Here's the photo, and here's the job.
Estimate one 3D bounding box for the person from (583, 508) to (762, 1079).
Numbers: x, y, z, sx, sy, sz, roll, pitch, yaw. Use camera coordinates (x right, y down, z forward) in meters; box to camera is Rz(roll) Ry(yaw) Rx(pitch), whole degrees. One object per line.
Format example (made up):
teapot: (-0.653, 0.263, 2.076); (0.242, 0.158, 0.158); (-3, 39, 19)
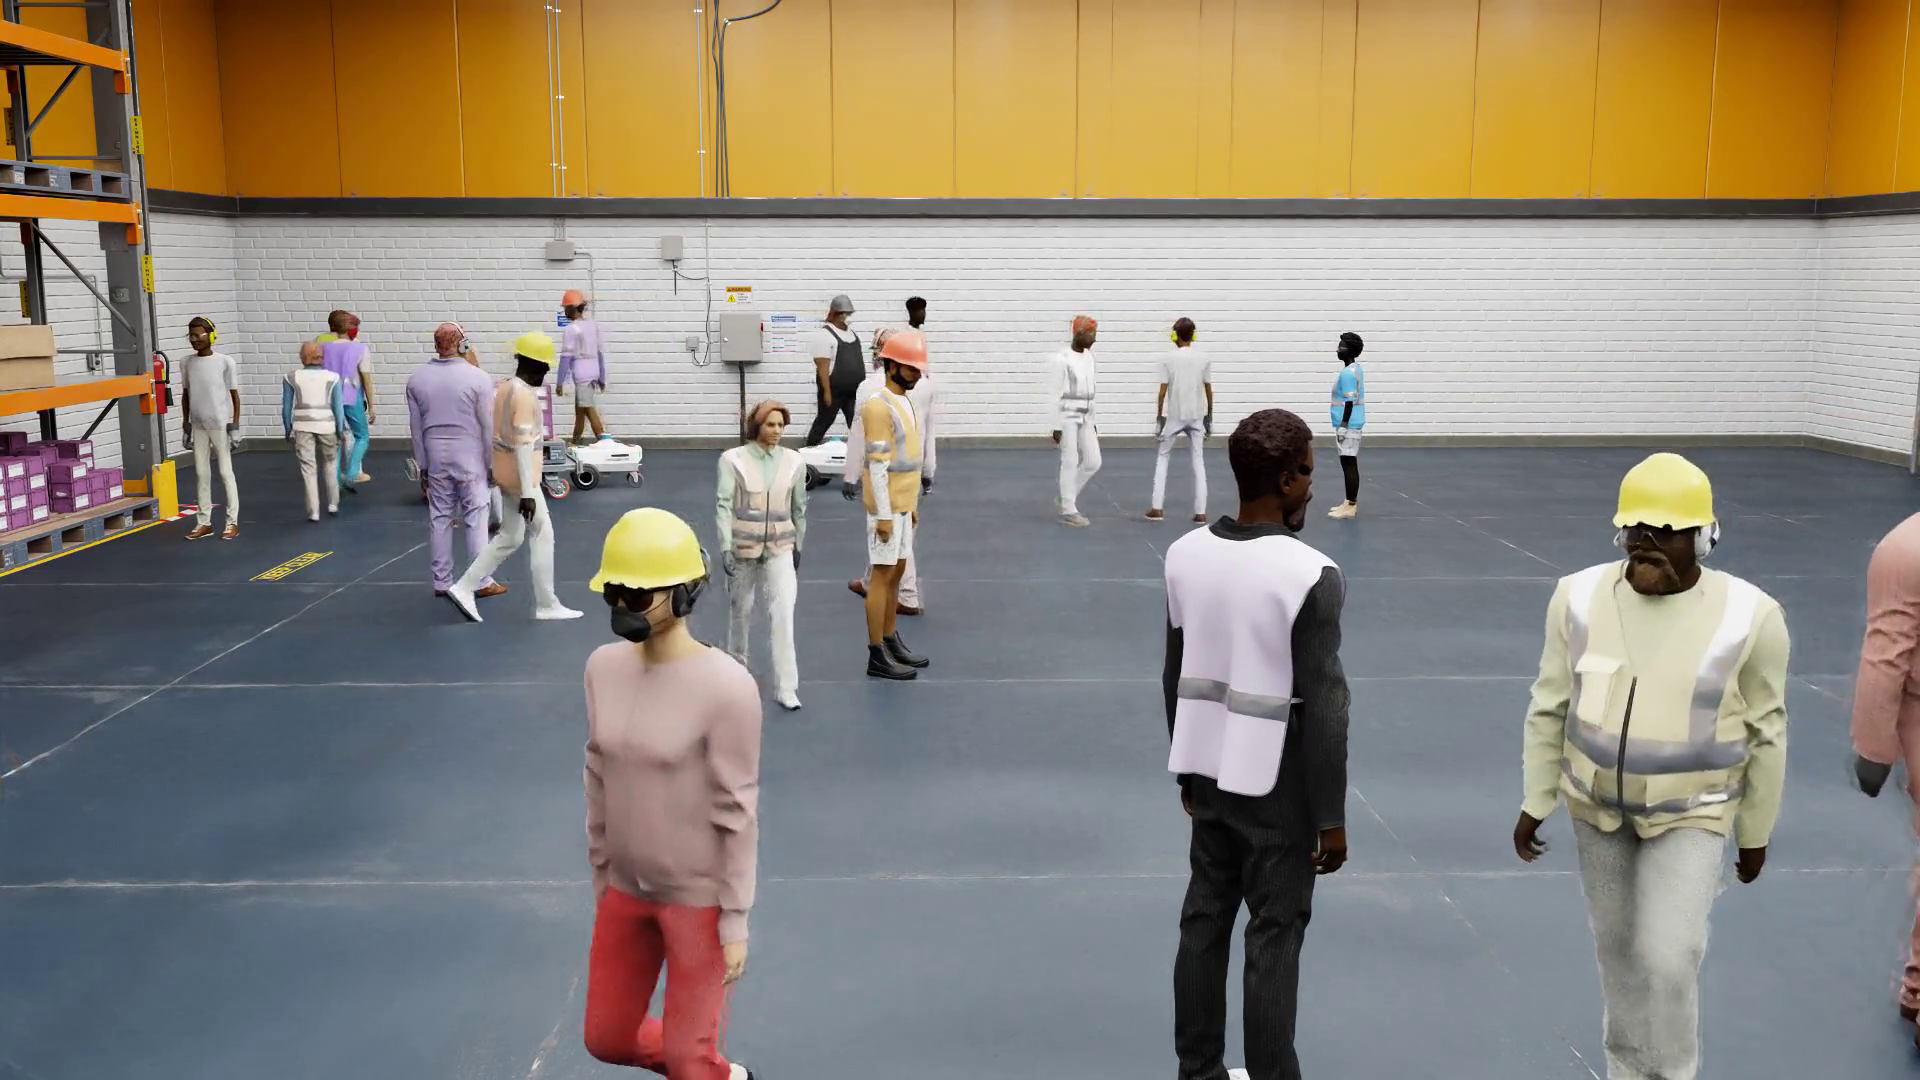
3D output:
person: (-0.631, 0.782, 3.793); (0.529, 1.753, 0.494); (6, 11, 32)

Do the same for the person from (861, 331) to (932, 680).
person: (-0.341, -0.198, 9.275); (0.387, 1.927, 0.545); (3, 10, 16)

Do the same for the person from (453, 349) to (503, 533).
person: (-4.234, -0.859, 14.372); (0.872, 1.585, 0.495); (8, 12, 41)

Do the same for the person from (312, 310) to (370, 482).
person: (-6.563, -1.521, 17.681); (0.626, 1.839, 0.429); (2, 10, 14)

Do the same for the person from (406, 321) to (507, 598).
person: (-3.451, -0.548, 11.471); (0.642, 1.913, 0.408); (2, 9, 11)

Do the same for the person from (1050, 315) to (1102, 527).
person: (1.018, -1.039, 14.617); (0.407, 1.864, 0.599); (9, 13, 43)

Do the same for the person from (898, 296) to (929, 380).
person: (-0.513, -1.839, 19.237); (0.419, 1.954, 0.632); (4, 10, 22)

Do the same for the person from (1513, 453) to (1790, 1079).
person: (1.707, 0.686, 4.203); (0.590, 1.810, 0.622); (9, 13, 43)

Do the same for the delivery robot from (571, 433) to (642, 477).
delivery robot: (-3.661, -0.862, 17.255); (0.707, 0.478, 0.477); (-3, 10, -16)

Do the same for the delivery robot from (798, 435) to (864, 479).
delivery robot: (-1.295, -0.839, 17.112); (0.707, 0.478, 0.477); (3, 10, 15)

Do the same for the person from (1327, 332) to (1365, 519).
person: (3.521, -1.041, 15.135); (0.315, 1.700, 0.541); (3, 10, 19)

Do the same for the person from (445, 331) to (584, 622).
person: (-2.889, -0.394, 10.658); (0.721, 1.909, 0.651); (-4, 10, -24)

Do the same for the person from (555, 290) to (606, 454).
person: (-4.473, -1.892, 19.393); (0.958, 2.008, 0.650); (3, 10, 18)

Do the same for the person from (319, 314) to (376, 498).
person: (-6.128, -1.329, 16.550); (0.694, 1.808, 0.550); (1, 9, 6)

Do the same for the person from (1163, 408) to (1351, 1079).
person: (0.750, 0.621, 4.280); (0.392, 1.919, 0.591); (-7, 11, -35)

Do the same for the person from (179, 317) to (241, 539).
person: (-6.287, -0.932, 13.950); (0.513, 1.872, 0.331); (1, 9, 5)

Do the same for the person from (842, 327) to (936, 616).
person: (-0.562, -0.461, 11.026); (0.878, 1.872, 0.673); (7, 12, 38)

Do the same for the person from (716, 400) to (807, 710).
person: (-1.056, 0.049, 8.794); (0.515, 1.588, 0.886); (-3, 10, -20)

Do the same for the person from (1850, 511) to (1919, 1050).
person: (2.908, 0.584, 4.639); (0.649, 1.881, 0.682); (-2, 10, -14)

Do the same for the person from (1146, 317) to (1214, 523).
person: (2.017, -1.072, 14.904); (0.552, 1.844, 0.443); (-1, 9, -3)

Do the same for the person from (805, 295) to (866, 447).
person: (-1.354, -1.729, 18.315); (1.038, 2.000, 0.689); (7, 12, 37)

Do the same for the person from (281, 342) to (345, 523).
person: (-5.859, -0.984, 15.088); (0.521, 1.604, 0.803); (-4, 10, -23)
